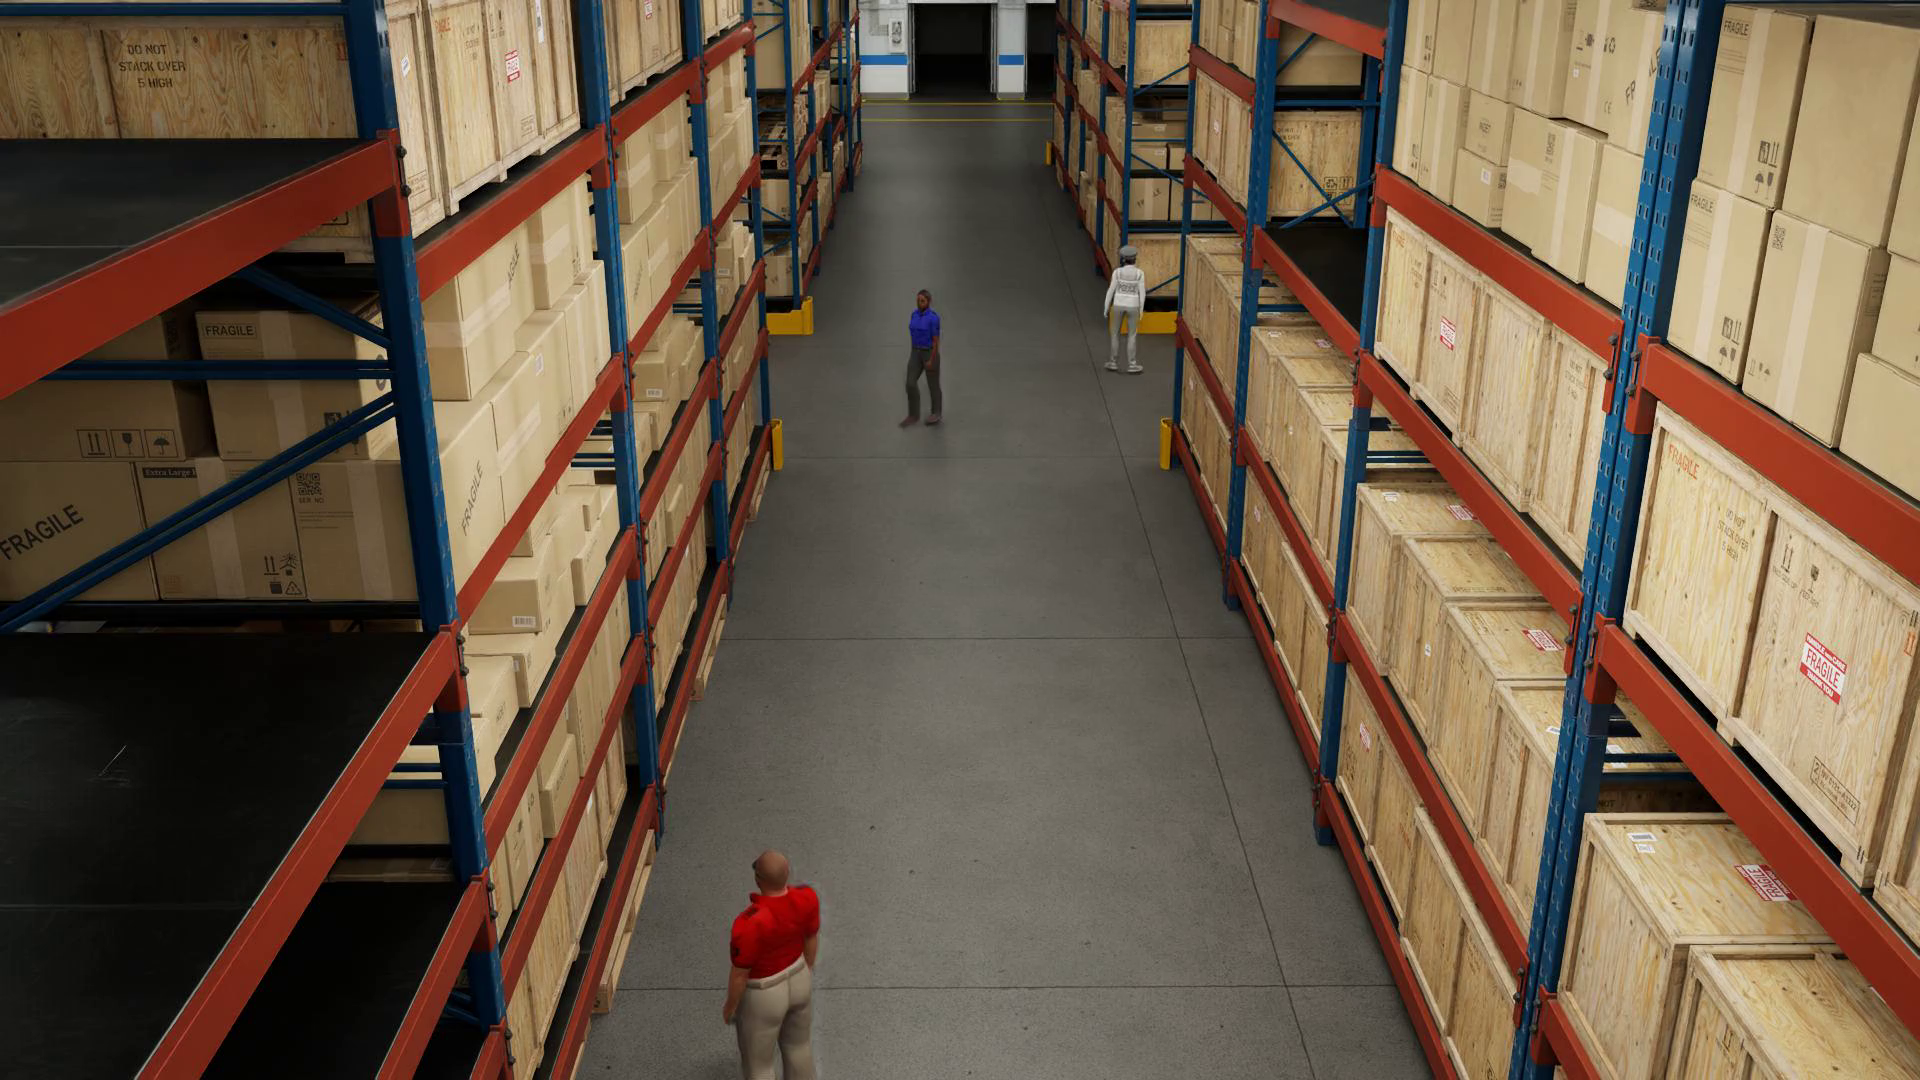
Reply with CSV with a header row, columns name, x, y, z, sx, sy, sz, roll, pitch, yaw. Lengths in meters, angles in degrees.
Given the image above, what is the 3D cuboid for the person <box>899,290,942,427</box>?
name,x,y,z,sx,sy,sz,roll,pitch,yaw
person,-0.456,-2.212,20.245,0.475,1.666,0.575,14,25,31

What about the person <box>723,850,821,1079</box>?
name,x,y,z,sx,sy,sz,roll,pitch,yaw
person,-0.987,2.328,8.595,0.384,1.730,0.539,19,29,40

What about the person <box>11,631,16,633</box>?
name,x,y,z,sx,sy,sz,roll,pitch,yaw
person,-8.262,0.239,14.069,0.464,1.613,0.948,0,22,0

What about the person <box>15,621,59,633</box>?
name,x,y,z,sx,sy,sz,roll,pitch,yaw
person,-6.068,1.322,11.269,0.479,1.637,0.881,-18,28,-38

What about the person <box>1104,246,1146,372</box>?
name,x,y,z,sx,sy,sz,roll,pitch,yaw
person,2.223,-3.110,22.458,0.547,1.681,0.352,2,22,6
